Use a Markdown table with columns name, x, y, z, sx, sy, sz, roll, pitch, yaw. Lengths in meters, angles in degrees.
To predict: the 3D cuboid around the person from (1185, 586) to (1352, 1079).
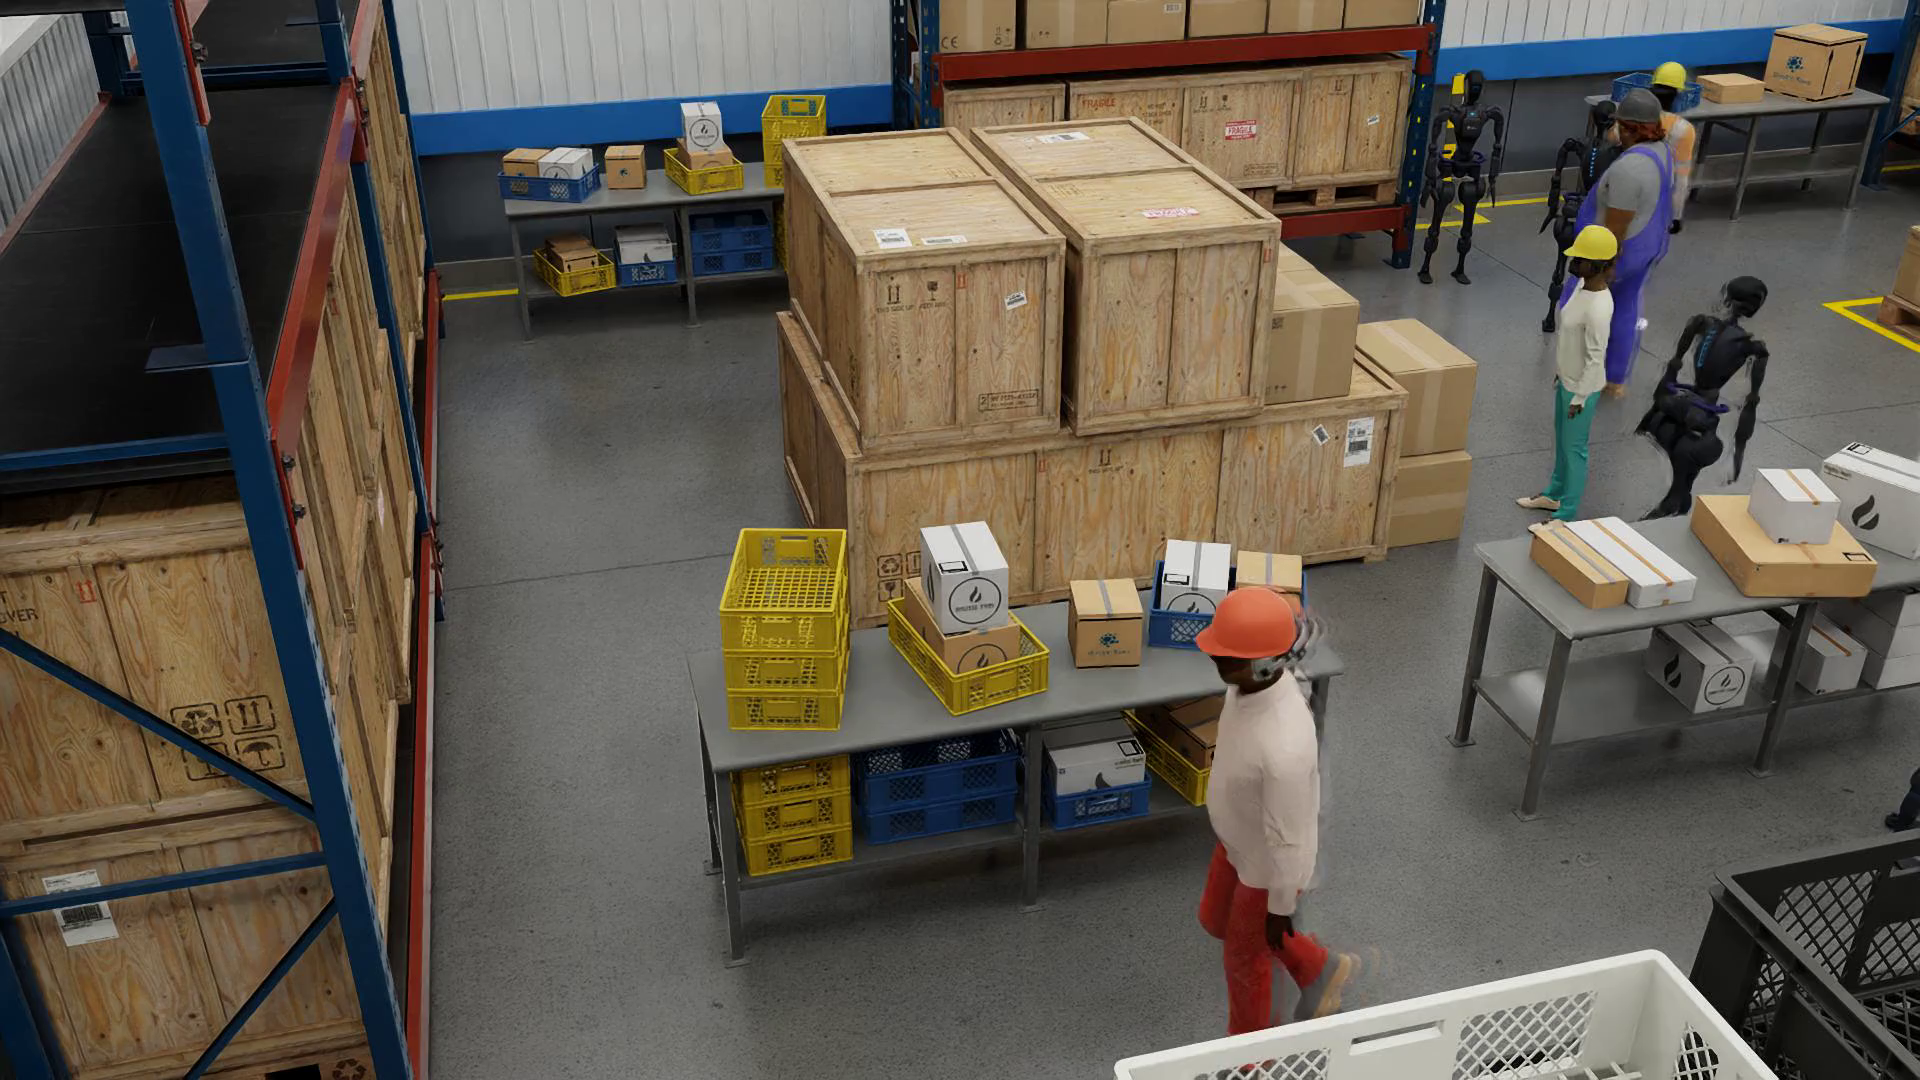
| name | x | y | z | sx | sy | sz | roll | pitch | yaw |
| --- | --- | --- | --- | --- | --- | --- | --- | --- | --- |
| person | 1.044 | 1.014 | 5.504 | 0.635 | 1.976 | 0.632 | -2 | 29 | -4 |

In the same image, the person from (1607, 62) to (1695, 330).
| name | x | y | z | sx | sy | sz | roll | pitch | yaw |
| --- | --- | --- | --- | --- | --- | --- | --- | --- | --- |
| person | 4.798 | -2.400 | 11.768 | 0.605 | 1.919 | 0.448 | 19 | 34 | 31 |

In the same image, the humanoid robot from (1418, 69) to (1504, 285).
| name | x | y | z | sx | sy | sz | roll | pitch | yaw |
| --- | --- | --- | --- | --- | --- | --- | --- | --- | --- |
| humanoid robot | 3.797 | -2.744 | 12.637 | 0.561 | 1.649 | 0.359 | 1 | 29 | 2 |

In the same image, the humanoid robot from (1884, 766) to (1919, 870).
| name | x | y | z | sx | sy | sz | roll | pitch | yaw |
| --- | --- | --- | --- | --- | --- | --- | --- | --- | --- |
| humanoid robot | 4.032 | 0.570 | 6.609 | 0.321 | 1.656 | 0.606 | 25 | 38 | 38 |

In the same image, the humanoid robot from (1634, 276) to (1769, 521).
| name | x | y | z | sx | sy | sz | roll | pitch | yaw |
| --- | --- | --- | --- | --- | --- | --- | --- | --- | --- |
| humanoid robot | 3.863 | -0.615 | 8.822 | 0.745 | 1.621 | 0.621 | -10 | 30 | -18 |

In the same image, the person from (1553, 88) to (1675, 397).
| name | x | y | z | sx | sy | sz | roll | pitch | yaw |
| --- | --- | --- | --- | --- | --- | --- | --- | --- | --- |
| person | 4.221 | -1.899 | 10.730 | 0.568 | 2.000 | 0.707 | 25 | 37 | 37 |

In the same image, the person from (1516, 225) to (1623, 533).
| name | x | y | z | sx | sy | sz | roll | pitch | yaw |
| --- | --- | --- | --- | --- | --- | --- | --- | --- | --- |
| person | 3.364 | -0.868 | 9.137 | 0.327 | 1.768 | 0.525 | 4 | 29 | 8 |

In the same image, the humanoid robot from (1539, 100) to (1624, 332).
| name | x | y | z | sx | sy | sz | roll | pitch | yaw |
| --- | --- | --- | --- | --- | --- | --- | --- | --- | --- |
| humanoid robot | 4.431 | -2.281 | 11.782 | 0.601 | 1.658 | 0.327 | 15 | 32 | 25 |
